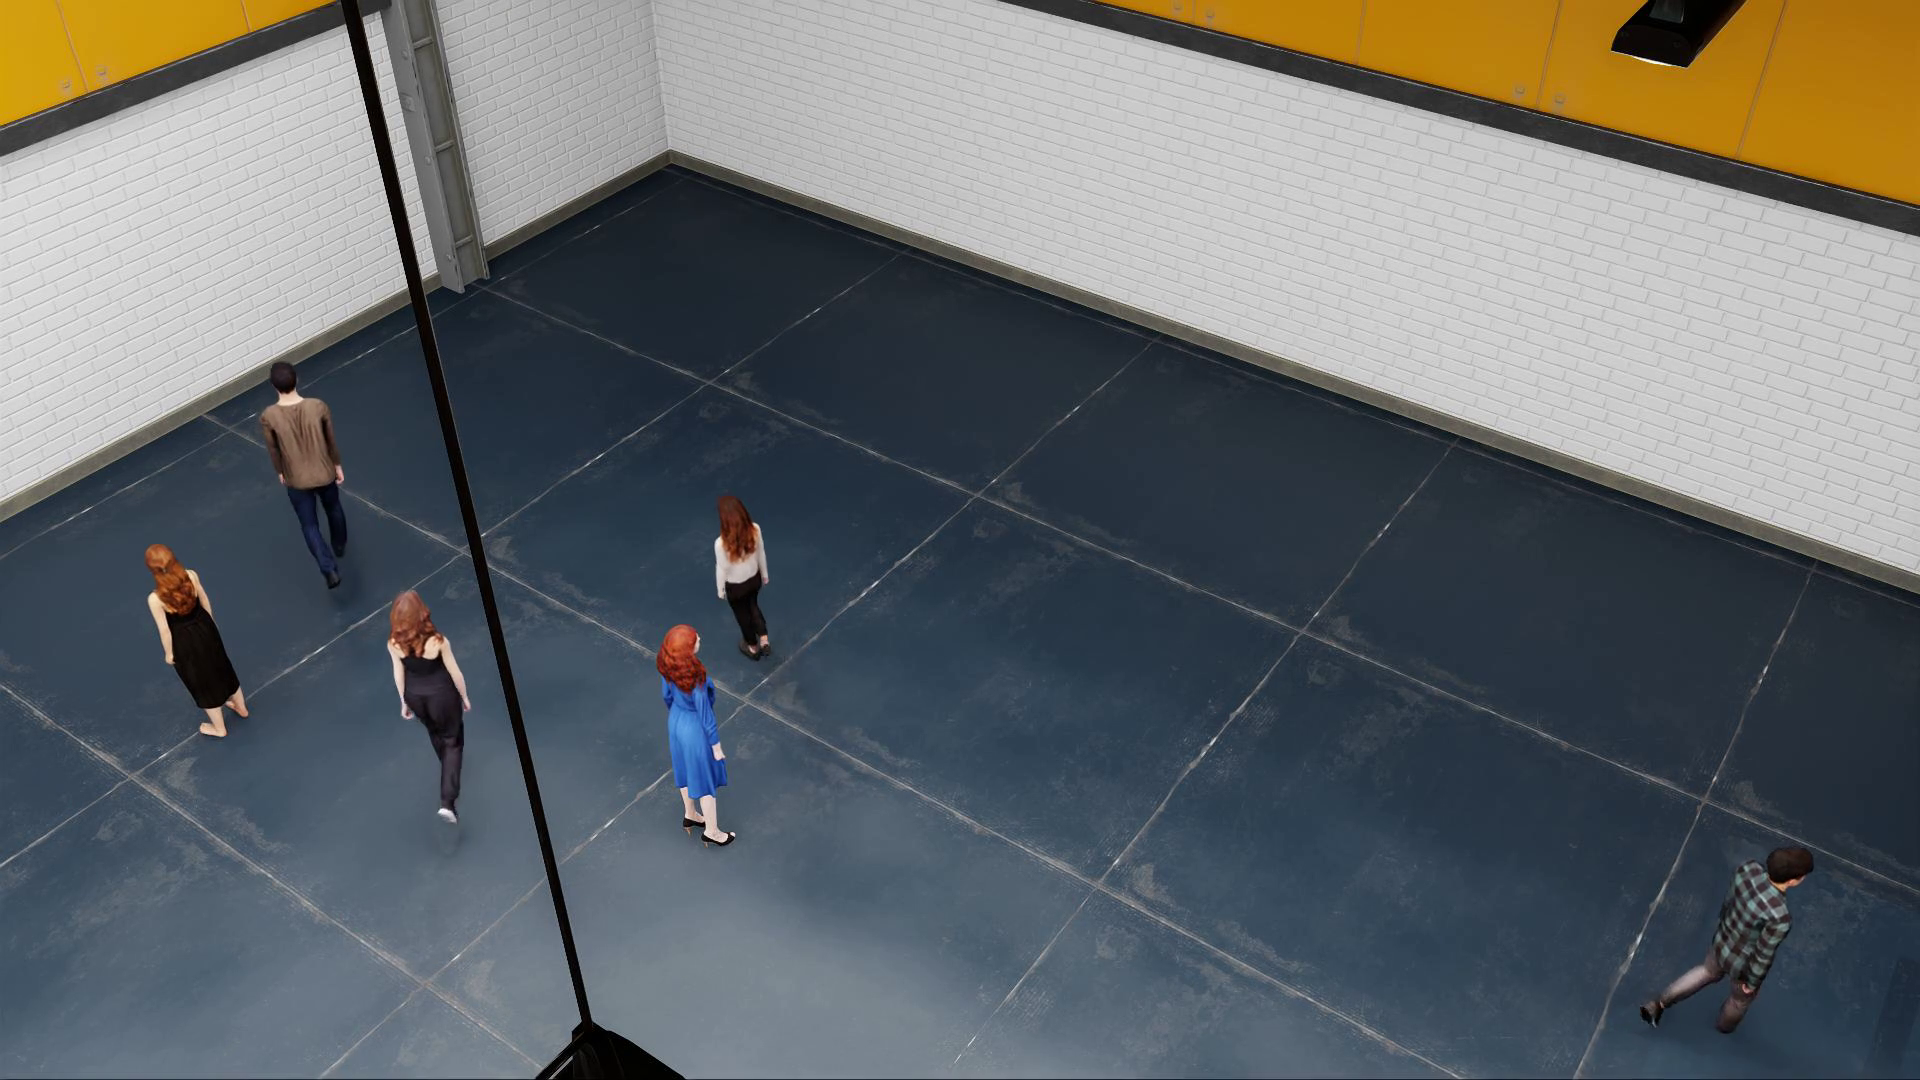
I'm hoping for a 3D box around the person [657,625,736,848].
[{"bbox_3d":[-1.681,1.243,10.489,0.627,1.828,0.660,-31,48,-33],"label":"person"}]

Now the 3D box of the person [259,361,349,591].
[{"bbox_3d":[-4.913,-0.457,12.589,1.130,1.863,0.997,-21,43,-24],"label":"person"}]

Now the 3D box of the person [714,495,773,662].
[{"bbox_3d":[-1.517,0.333,11.912,0.603,1.474,0.666,-29,47,-31],"label":"person"}]

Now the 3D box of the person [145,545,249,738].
[{"bbox_3d":[-5.229,0.682,11.354,0.649,1.626,0.526,19,42,22],"label":"person"}]

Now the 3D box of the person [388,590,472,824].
[{"bbox_3d":[-3.428,1.097,10.755,0.992,1.724,1.112,-2,39,-3],"label":"person"}]

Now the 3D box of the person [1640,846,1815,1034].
[{"bbox_3d":[4.372,2.313,9.477,1.054,1.702,1.009,-7,39,-8],"label":"person"}]
